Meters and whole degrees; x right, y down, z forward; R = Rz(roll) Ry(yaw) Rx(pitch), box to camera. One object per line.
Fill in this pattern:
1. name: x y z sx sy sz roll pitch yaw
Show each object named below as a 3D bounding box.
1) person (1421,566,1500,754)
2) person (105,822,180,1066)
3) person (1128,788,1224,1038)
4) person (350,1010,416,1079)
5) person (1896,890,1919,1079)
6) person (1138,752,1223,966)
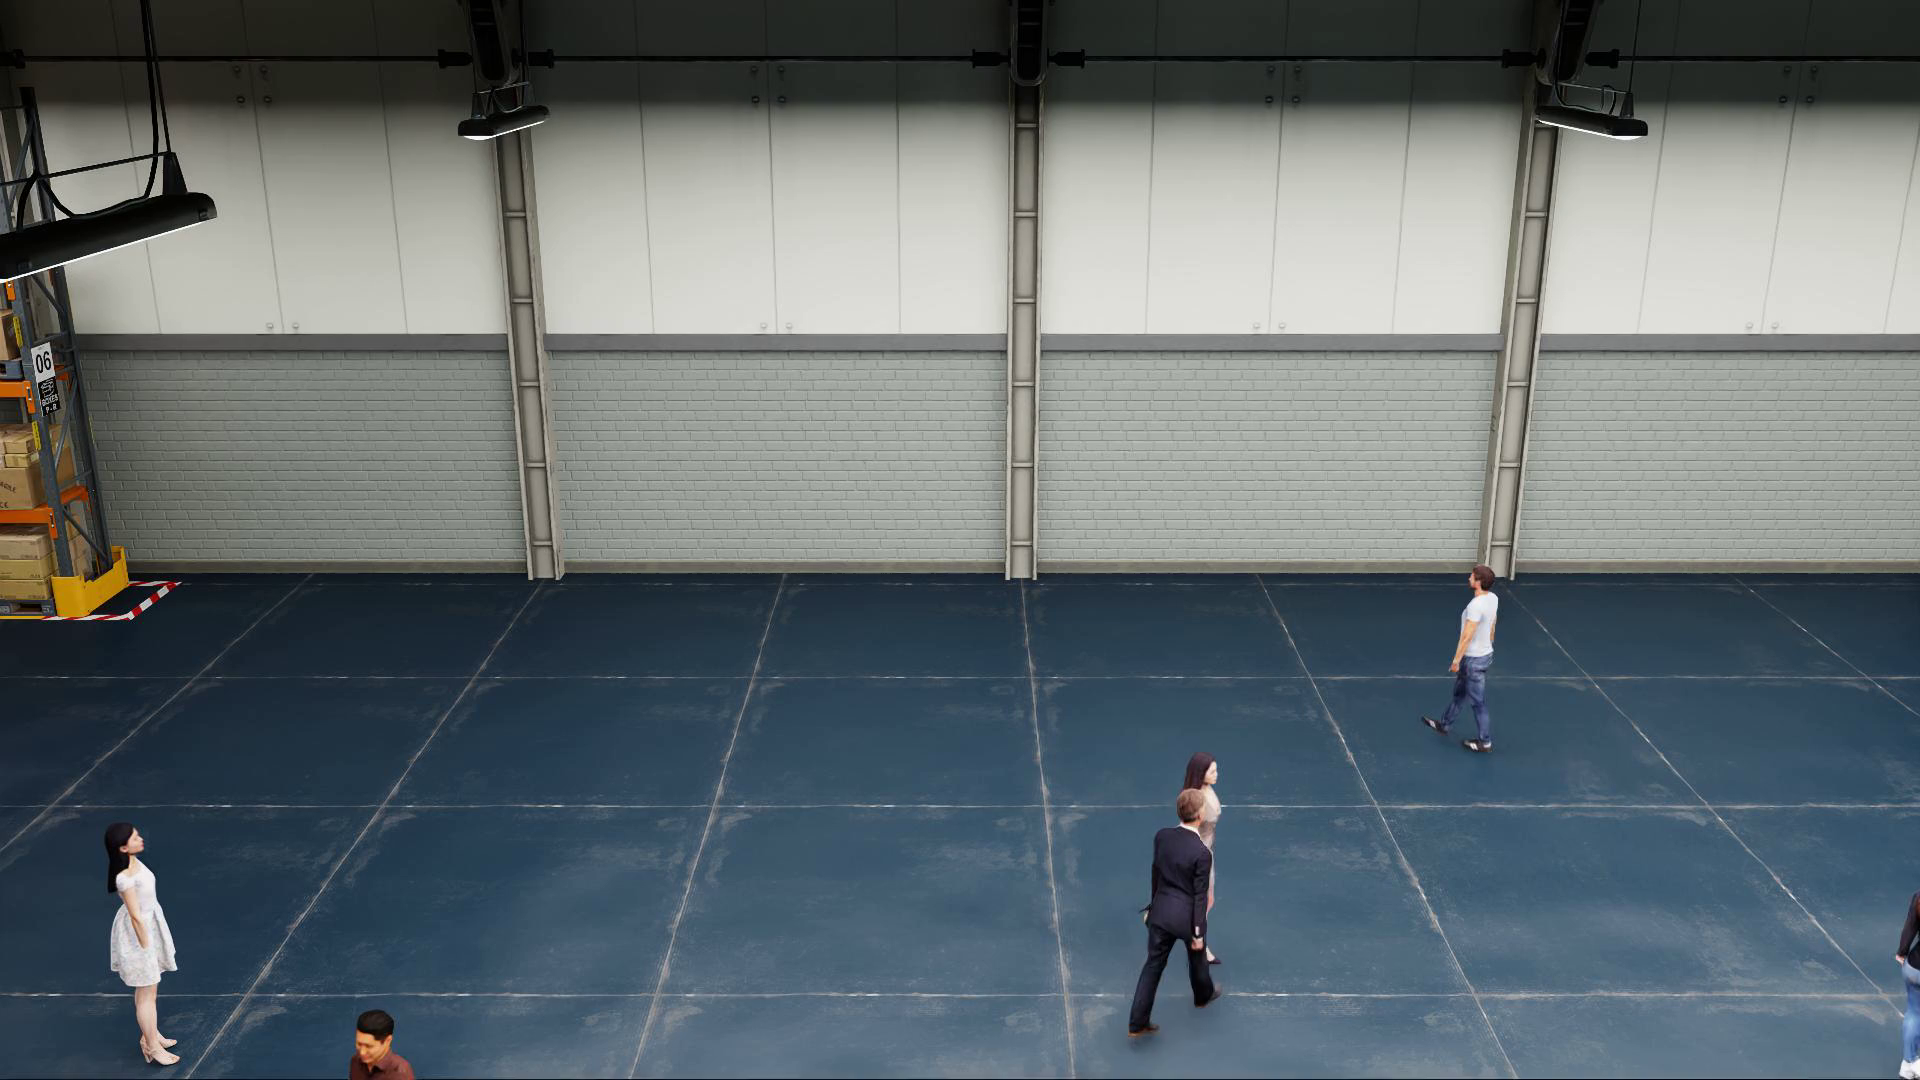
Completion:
1. person: 5.016 1.160 15.881 1.112 1.844 0.995 13 22 34
2. person: -5.520 2.713 11.226 0.778 1.772 0.755 -8 20 -24
3. person: 1.455 2.627 11.506 1.255 1.762 1.209 -16 24 -41
4. person: -3.109 3.361 9.274 1.021 1.749 0.982 9 20 25
5. person: 6.396 2.882 10.951 0.918 1.621 0.856 -16 24 -41
6. person: 1.698 2.355 12.395 0.995 1.730 0.816 7 19 22
